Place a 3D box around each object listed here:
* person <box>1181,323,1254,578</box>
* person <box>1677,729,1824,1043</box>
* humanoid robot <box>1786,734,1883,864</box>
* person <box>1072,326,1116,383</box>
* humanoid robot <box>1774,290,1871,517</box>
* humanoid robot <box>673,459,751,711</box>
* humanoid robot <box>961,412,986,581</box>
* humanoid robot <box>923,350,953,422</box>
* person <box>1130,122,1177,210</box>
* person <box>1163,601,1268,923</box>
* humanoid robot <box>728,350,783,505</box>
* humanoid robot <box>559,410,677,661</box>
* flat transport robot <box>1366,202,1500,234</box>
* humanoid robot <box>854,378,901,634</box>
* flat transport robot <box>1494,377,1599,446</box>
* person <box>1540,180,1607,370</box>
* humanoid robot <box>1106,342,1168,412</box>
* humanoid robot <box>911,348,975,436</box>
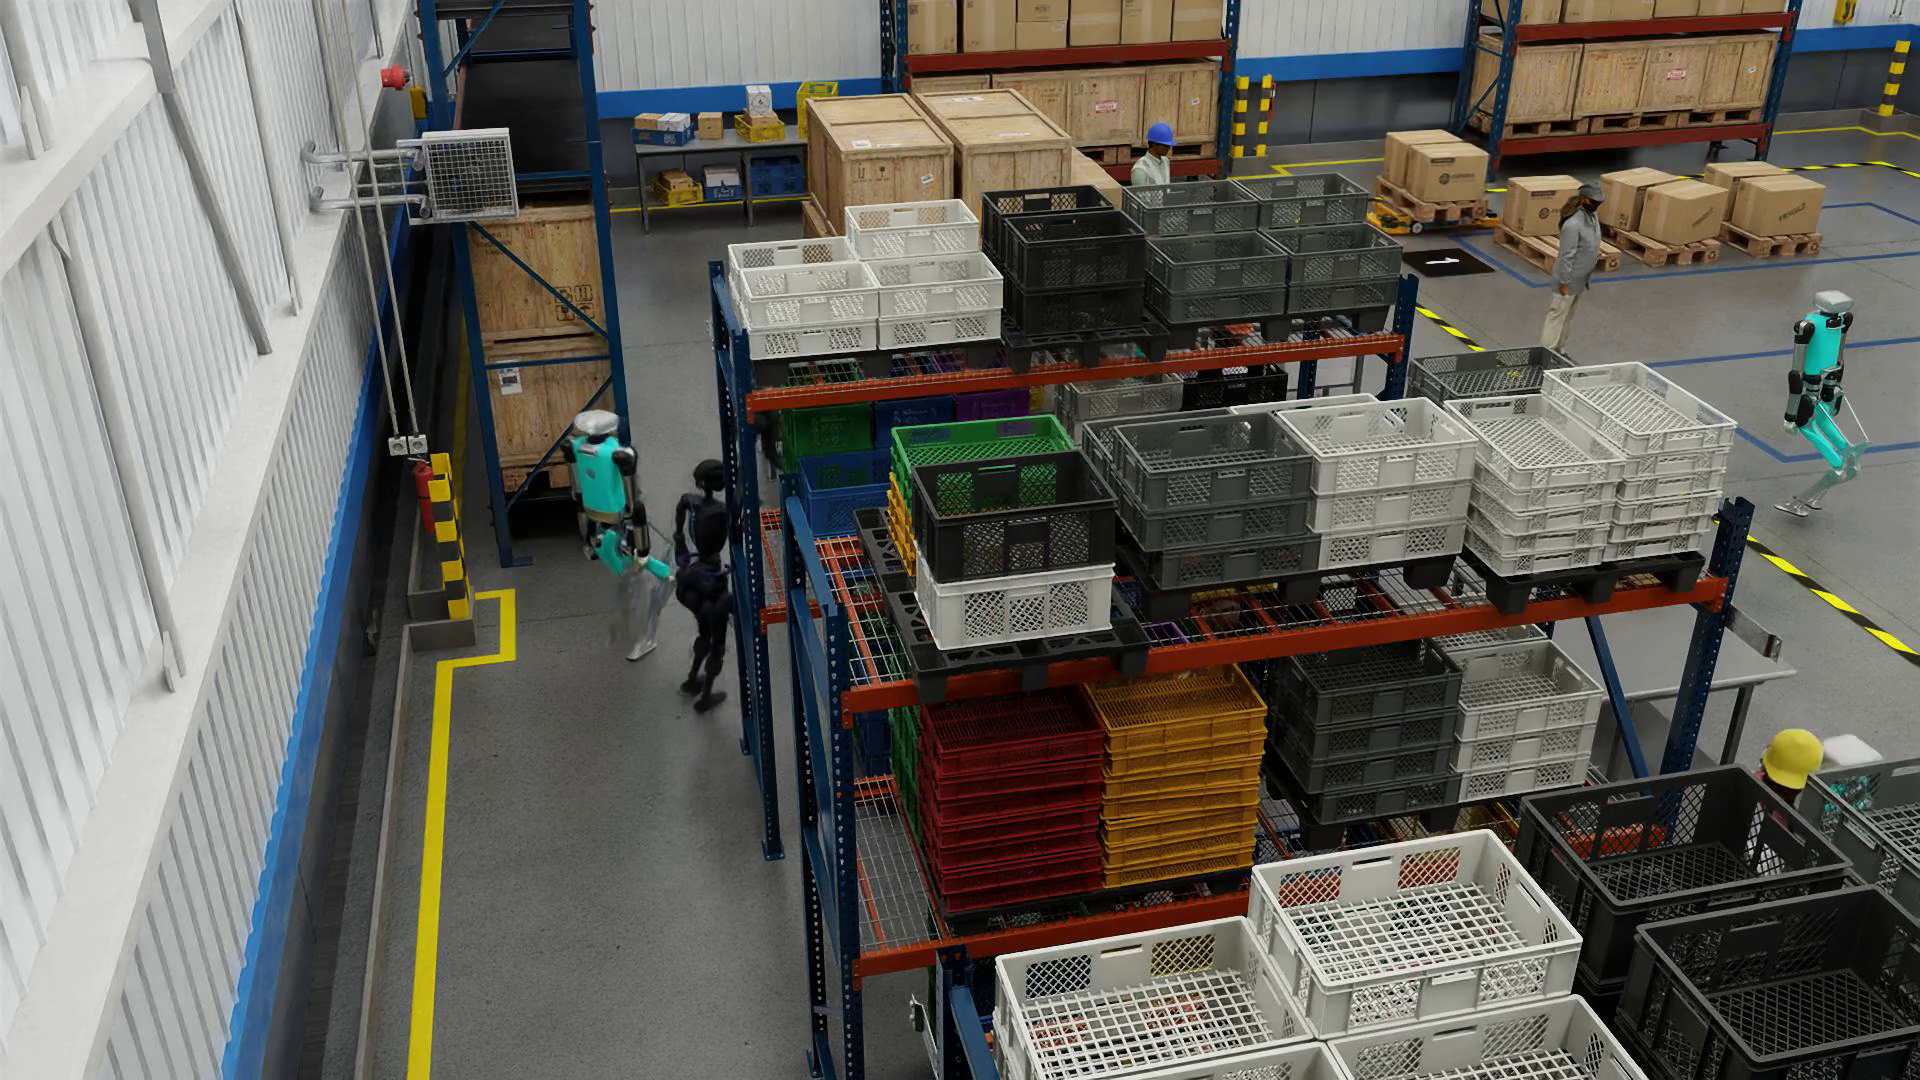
[{"bbox_3d":[1.761,-0.659,11.416,0.405,2.031,0.608,-22,35,-36],"label":"person"},{"bbox_3d":[3.494,1.594,7.350,0.590,1.827,0.404,2,28,3],"label":"person"},{"bbox_3d":[3.890,1.742,7.144,0.565,1.734,0.855,-15,31,-26],"label":"humanoid robot"},{"bbox_3d":[1.150,-1.879,13.907,0.736,1.852,0.629,20,34,33],"label":"person"},{"bbox_3d":[6.365,-0.938,12.106,0.533,1.677,0.735,-14,31,-25],"label":"humanoid robot"},{"bbox_3d":[-1.532,0.268,10.034,0.608,1.638,0.333,21,34,34],"label":"humanoid robot"},{"bbox_3d":[0.194,-0.098,10.732,0.332,1.655,0.612,-18,33,-30],"label":"humanoid robot"},{"bbox_3d":[-0.051,-0.731,11.960,0.708,1.640,0.596,9,29,16],"label":"humanoid robot"},{"bbox_3d":[1.847,-3.070,16.085,0.411,1.939,0.602,17,32,30],"label":"person"},{"bbox_3d":[1.268,1.125,8.226,0.624,1.843,0.430,-12,30,-21],"label":"person"},{"bbox_3d":[-1.465,-0.999,12.456,0.629,1.635,0.593,12,30,22],"label":"humanoid robot"},{"bbox_3d":[-2.098,-0.044,10.576,0.547,1.807,0.669,13,31,24],"label":"humanoid robot"},{"bbox_3d":[5.412,-3.753,19.138,1.431,0.197,0.652,-6,28,-12],"label":"flat transport robot"},{"bbox_3d":[-0.706,-0.149,10.699,0.534,1.743,0.690,23,36,37],"label":"humanoid robot"},{"bbox_3d":[4.780,-1.036,14.013,0.659,0.231,1.431,-6,28,-12],"label":"flat transport robot"},{"bbox_3d":[5.488,-2.366,14.924,0.395,1.767,0.571,20,34,33],"label":"person"},{"bbox_3d":[1.191,-1.198,12.733,0.843,1.751,0.558,22,35,35],"label":"humanoid robot"},{"bbox_3d":[-0.167,-1.175,12.742,0.750,1.822,0.547,-7,29,-13],"label":"humanoid robot"}]
